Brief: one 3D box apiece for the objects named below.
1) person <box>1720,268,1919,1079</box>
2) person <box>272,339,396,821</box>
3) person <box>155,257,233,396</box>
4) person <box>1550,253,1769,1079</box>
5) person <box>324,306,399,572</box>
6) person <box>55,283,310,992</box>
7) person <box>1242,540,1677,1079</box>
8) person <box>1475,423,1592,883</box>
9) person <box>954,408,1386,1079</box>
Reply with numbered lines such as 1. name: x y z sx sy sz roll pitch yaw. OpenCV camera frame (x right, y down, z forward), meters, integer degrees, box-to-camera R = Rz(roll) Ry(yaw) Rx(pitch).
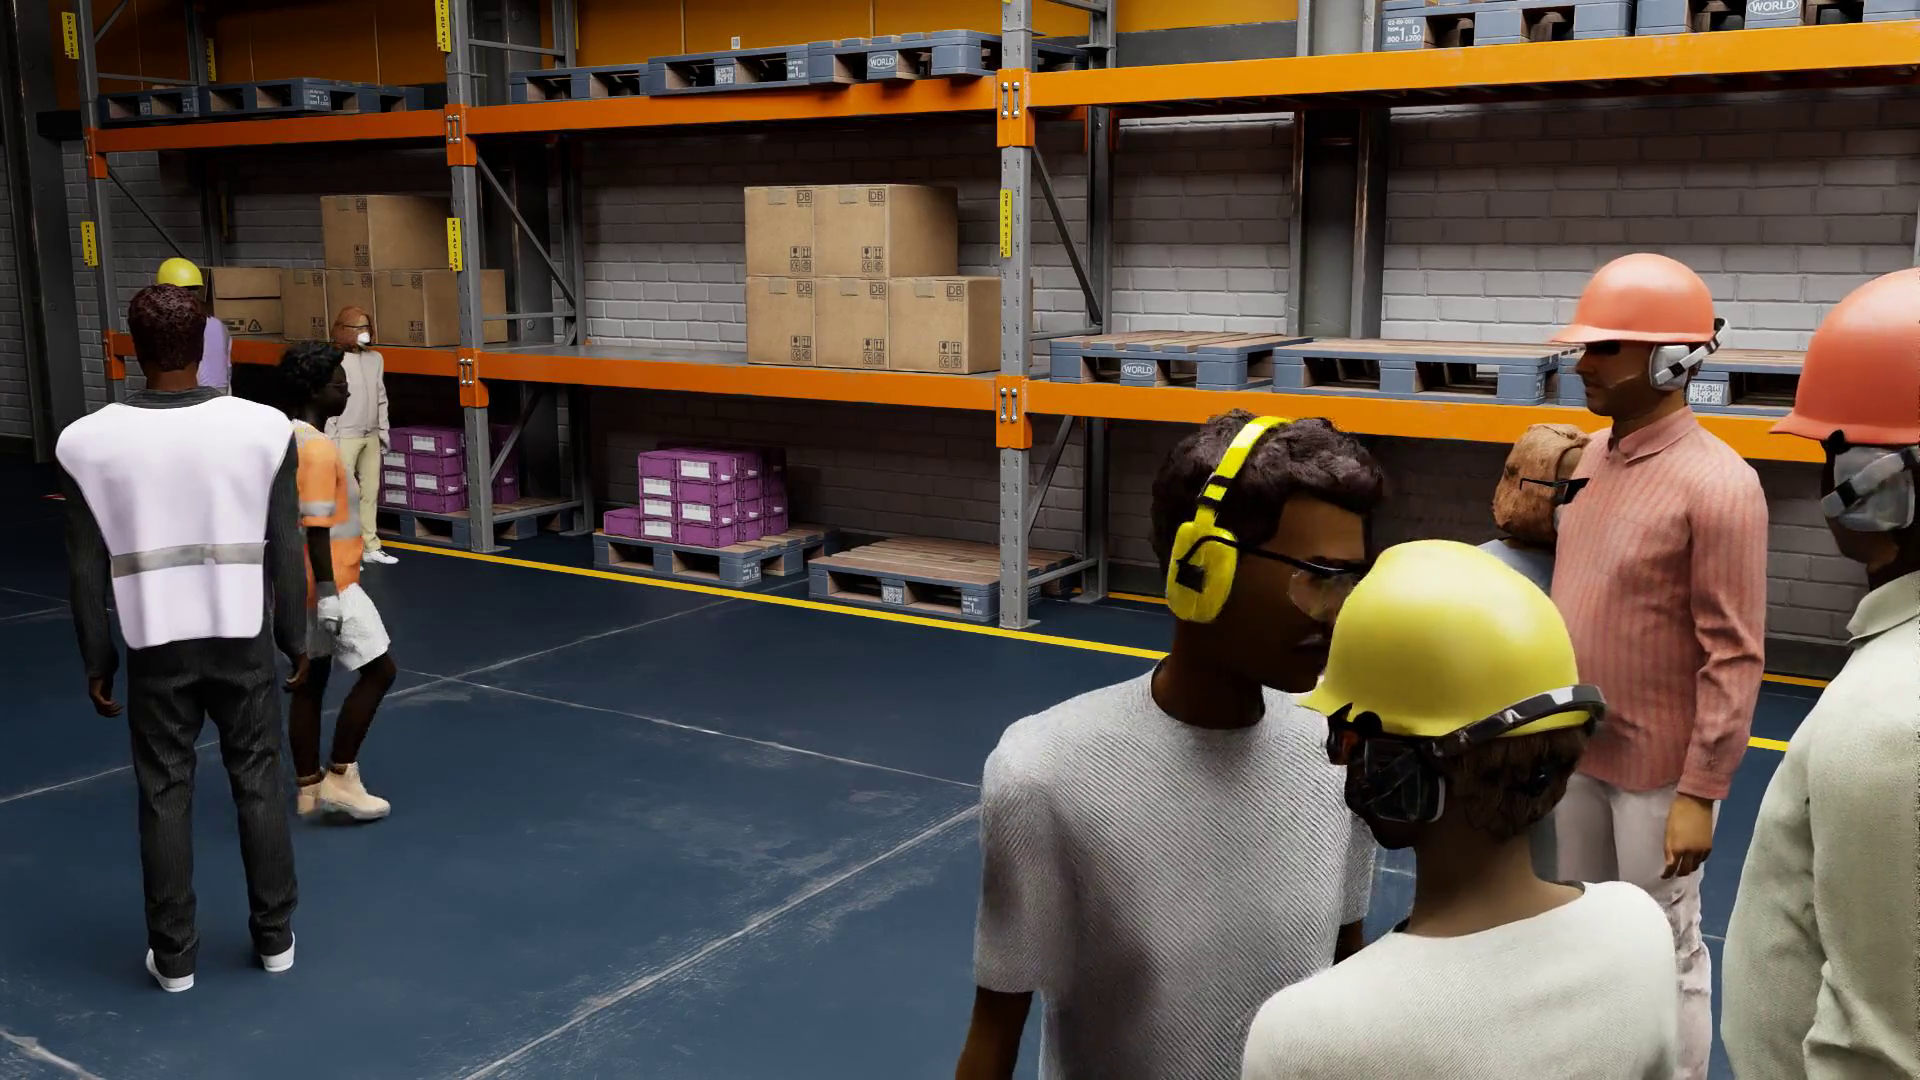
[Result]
1. person: 1.026 0.703 1.867 0.380 1.991 0.626 10 14 43
2. person: -2.156 0.153 5.746 0.436 1.682 0.552 -6 12 -31
3. person: -4.347 -0.628 9.432 0.370 1.926 0.603 2 10 9
4. person: 1.363 0.422 3.416 0.394 1.994 0.612 -2 10 -9
5. person: -3.706 -0.619 10.222 0.284 1.625 0.492 5 11 24
6. person: -2.067 0.273 4.501 0.582 1.911 0.392 -5 11 -24
7. person: 0.439 0.874 1.578 0.526 1.760 0.340 -6 12 -31
8. person: 1.269 0.552 3.699 0.498 1.634 0.279 -4 11 -20
9. person: 0.242 0.776 1.875 0.641 1.866 0.428 -4 11 -20
